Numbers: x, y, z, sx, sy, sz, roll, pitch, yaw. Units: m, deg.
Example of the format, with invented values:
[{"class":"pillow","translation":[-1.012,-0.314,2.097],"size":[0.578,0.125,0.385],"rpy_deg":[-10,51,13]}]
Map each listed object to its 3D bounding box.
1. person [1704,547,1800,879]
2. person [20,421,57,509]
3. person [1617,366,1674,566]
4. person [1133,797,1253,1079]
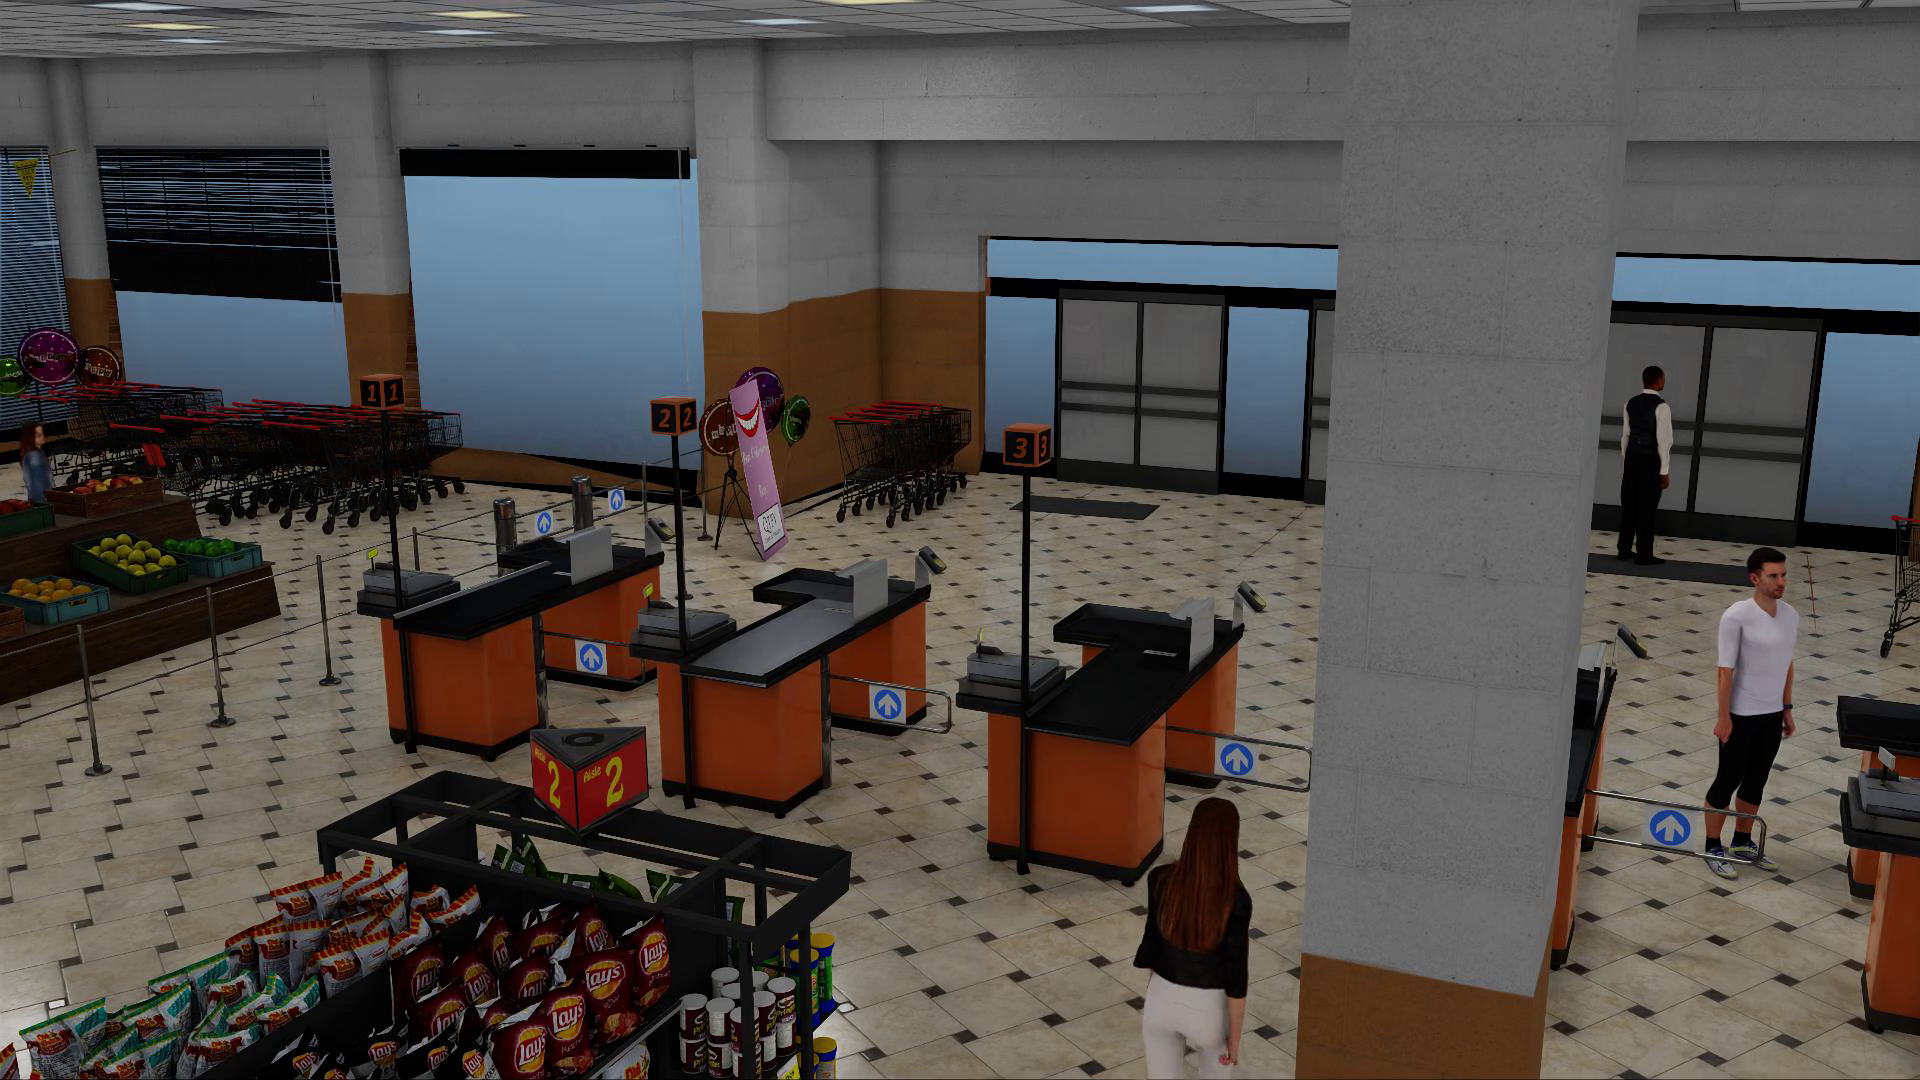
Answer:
[{"class":"person","translation":[4.418,0.942,9.289],"size":[0.747,1.851,0.801],"rpy_deg":[-5,14,-18]},{"class":"person","translation":[-8.678,-0.377,15.567],"size":[0.984,1.456,0.875],"rpy_deg":[-8,16,-30]},{"class":"person","translation":[6.580,-0.720,15.999],"size":[0.799,1.919,0.776],"rpy_deg":[-7,15,-27]},{"class":"person","translation":[0.821,1.800,6.145],"size":[0.615,1.666,1.058],"rpy_deg":[6,15,22]}]
